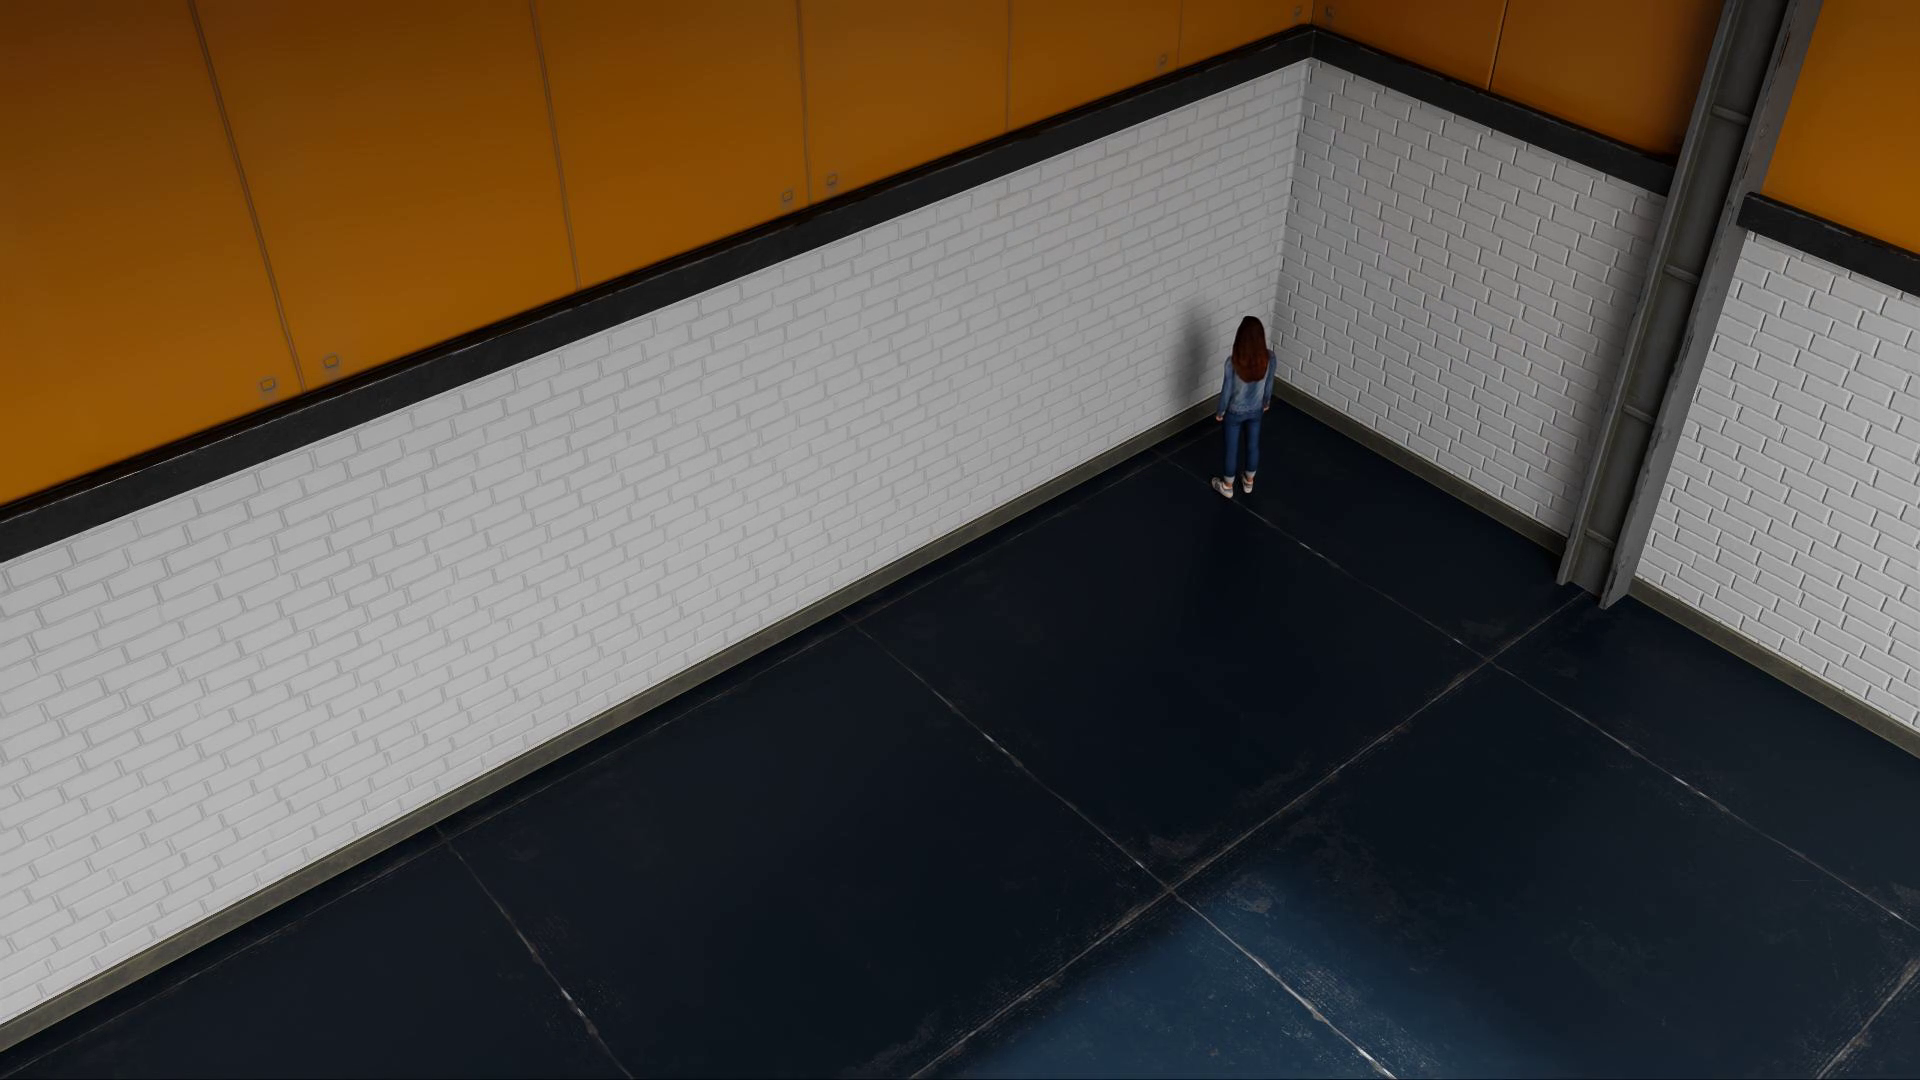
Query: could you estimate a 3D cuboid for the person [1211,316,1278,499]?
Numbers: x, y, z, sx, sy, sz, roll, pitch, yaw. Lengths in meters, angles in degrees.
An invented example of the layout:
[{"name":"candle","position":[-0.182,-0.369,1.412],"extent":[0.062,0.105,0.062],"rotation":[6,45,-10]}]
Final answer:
[{"name":"person","position":[2.055,-0.955,12.012],"extent":[0.634,1.477,0.628],"rotation":[-9,40,-12]}]
